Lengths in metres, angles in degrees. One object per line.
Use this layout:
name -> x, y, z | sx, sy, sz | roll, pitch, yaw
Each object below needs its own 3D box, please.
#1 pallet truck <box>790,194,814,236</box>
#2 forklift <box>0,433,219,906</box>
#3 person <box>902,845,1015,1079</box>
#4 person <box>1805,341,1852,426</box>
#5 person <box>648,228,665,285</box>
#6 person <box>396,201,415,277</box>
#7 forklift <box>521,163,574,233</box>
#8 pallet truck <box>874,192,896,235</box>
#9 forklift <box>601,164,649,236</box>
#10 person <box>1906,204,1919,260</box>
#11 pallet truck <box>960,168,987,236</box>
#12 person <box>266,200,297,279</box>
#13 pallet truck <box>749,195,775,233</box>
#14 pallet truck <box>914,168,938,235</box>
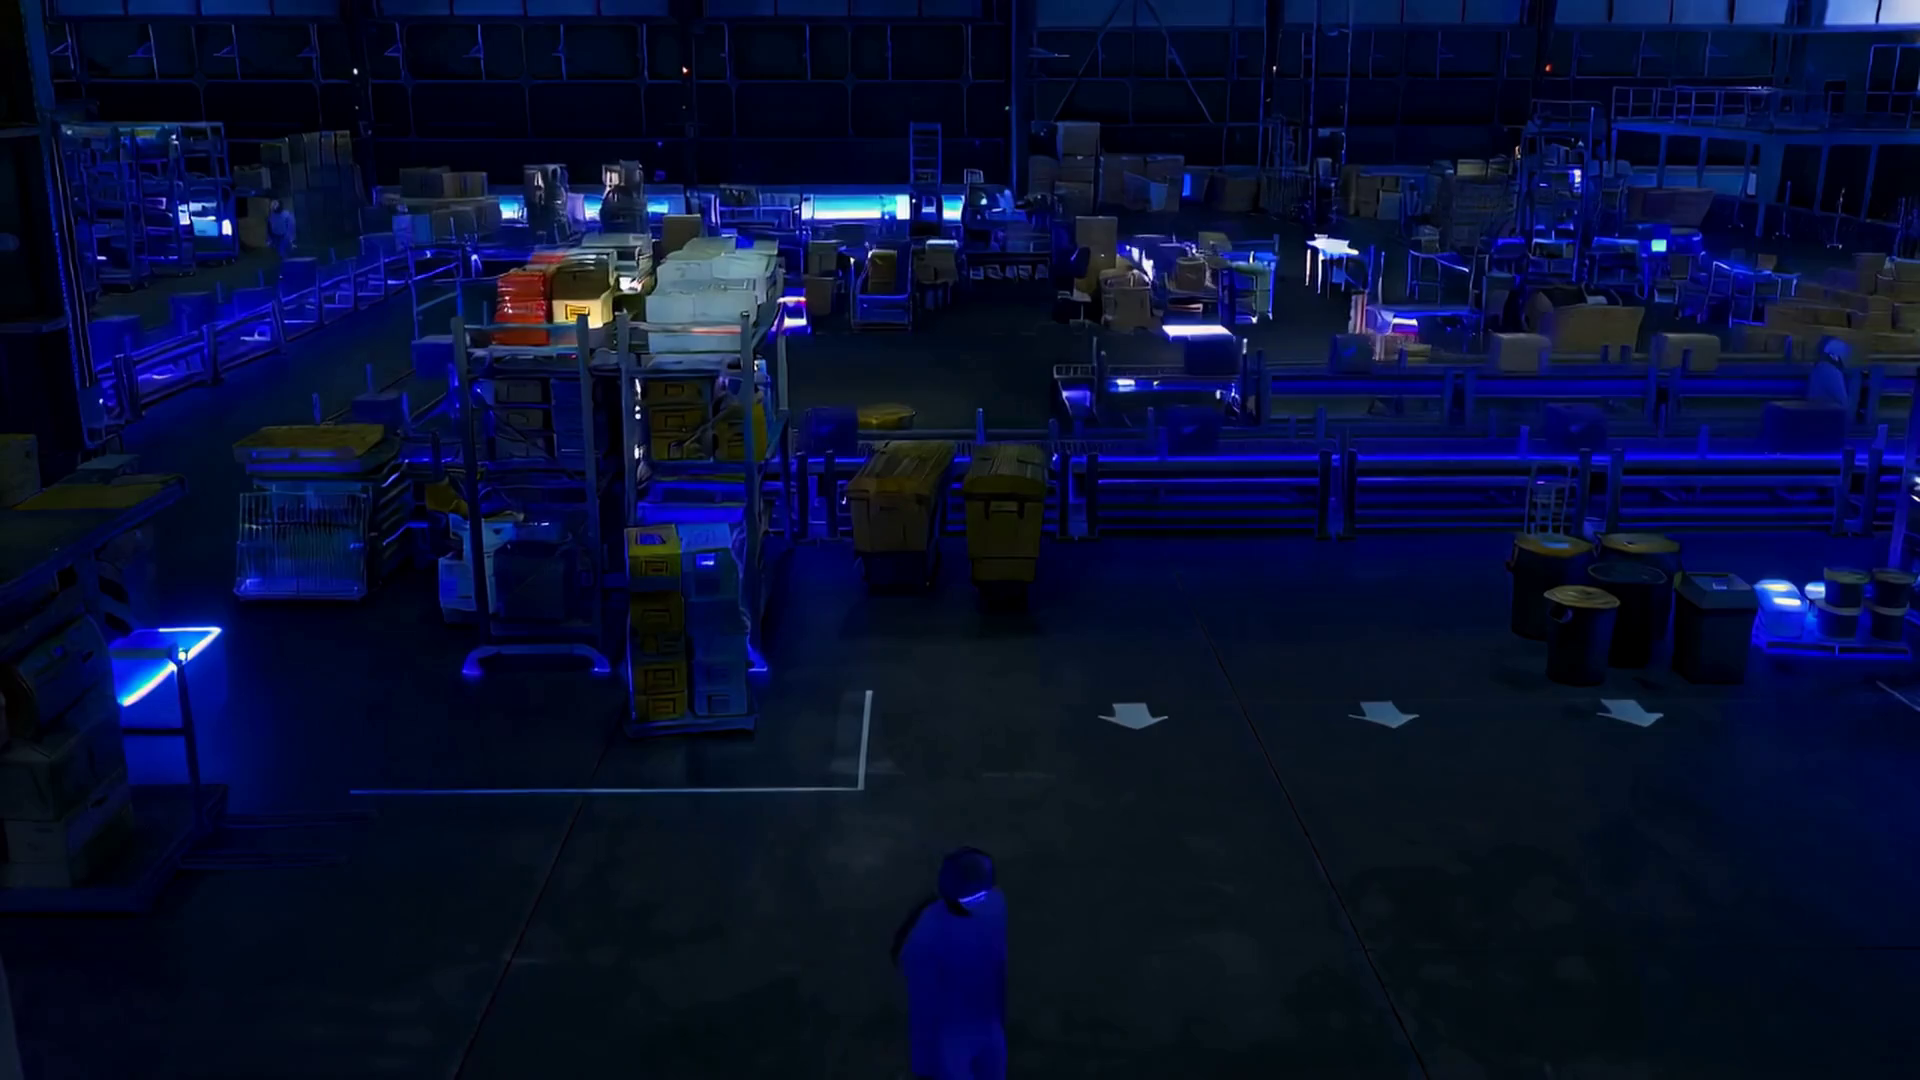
pallet truck -> -4.814, -9.883, 50.259 | 0.704, 1.261, 1.522 | -1, 16, -3
forklift -> -5.952, 0.780, 10.366 | 1.873, 2.768, 1.129 | 0, 16, -1
person -> -0.074, 2.157, 7.305 | 0.725, 1.913, 0.662 | 10, 19, 32
person -> 10.647, -1.549, 20.417 | 0.933, 1.785, 0.587 | 0, 16, 1
person -> -6.289, -5.521, 34.251 | 0.312, 1.768, 0.529 | 11, 20, 34
person -> -13.432, -7.297, 40.329 | 0.622, 1.817, 0.430 | 12, 20, 35
forklift -> -12.233, -10.122, 49.298 | 1.157, 1.987, 2.680 | 0, 16, -1
pallet truck -> -2.277, -9.986, 50.594 | 0.653, 1.274, 1.630 | 0, 16, -1
forklift -> -9.948, -10.127, 49.296 | 1.157, 1.987, 2.680 | -1, 16, -3
person -> 23.734, -7.624, 41.095 | 0.606, 2.038, 0.393 | 6, 17, 21
pallet truck -> 0.383, -10.230, 50.206 | 0.823, 1.965, 1.885 | -1, 16, -3
person -> -16.360, -7.284, 40.226 | 0.644, 1.861, 1.005 | 3, 16, 10
pallet truck -> -6.051, -9.967, 50.660 | 0.680, 1.201, 1.601 | 0, 16, -1
pallet truck -> -0.989, -10.316, 50.507 | 0.823, 1.965, 1.885 | 1, 16, 3
